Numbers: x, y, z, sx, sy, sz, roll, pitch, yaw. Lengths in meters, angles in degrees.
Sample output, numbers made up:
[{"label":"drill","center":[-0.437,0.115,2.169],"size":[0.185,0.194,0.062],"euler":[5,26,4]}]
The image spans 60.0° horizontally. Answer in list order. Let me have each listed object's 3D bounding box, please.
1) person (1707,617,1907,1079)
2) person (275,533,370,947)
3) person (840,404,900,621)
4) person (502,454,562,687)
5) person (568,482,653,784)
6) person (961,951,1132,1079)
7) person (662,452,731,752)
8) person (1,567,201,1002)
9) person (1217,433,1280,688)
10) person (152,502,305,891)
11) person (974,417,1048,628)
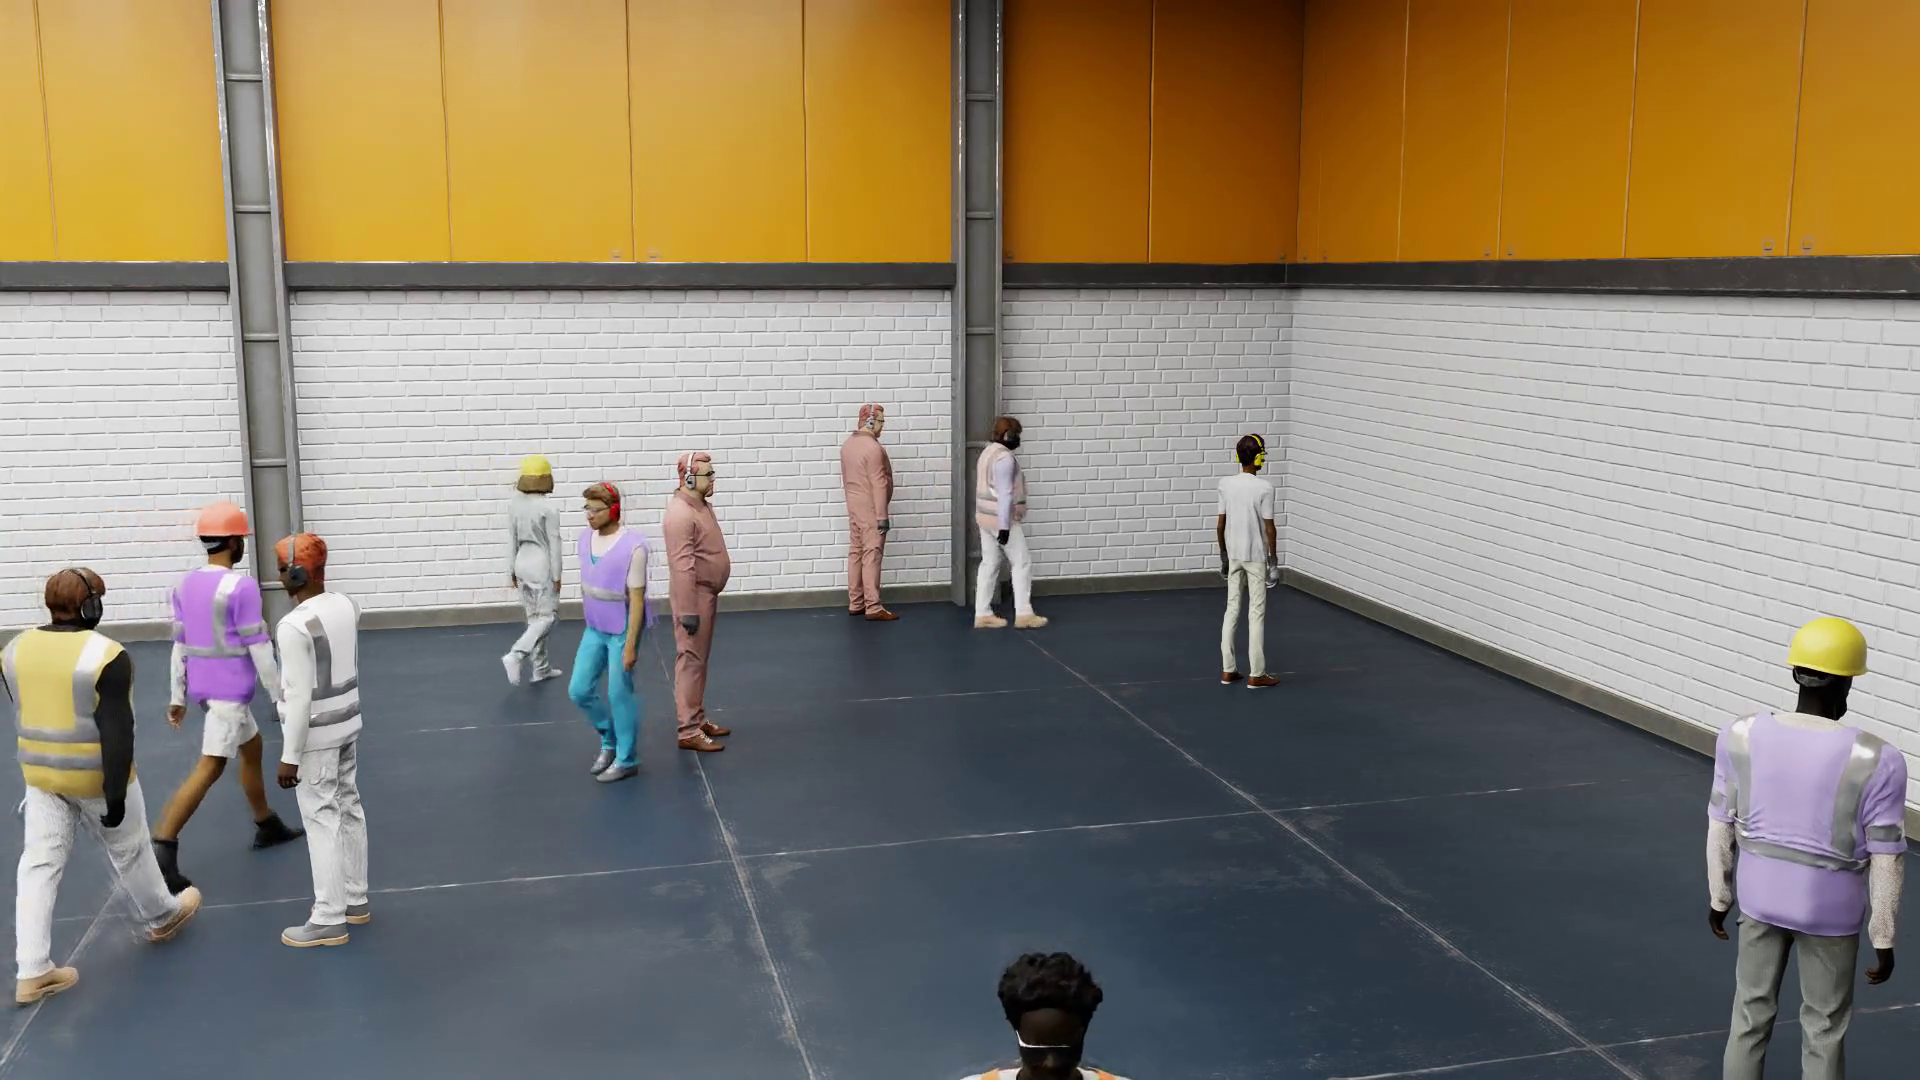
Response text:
[{"label":"person","center":[2.783,1.202,5.497],"size":[0.593,1.924,0.381],"euler":[9,13,44]},{"label":"person","center":[-2.908,0.895,7.541],"size":[0.356,1.886,0.574],"euler":[1,9,6]},{"label":"person","center":[-0.783,-0.245,14.612],"size":[0.406,1.902,0.637],"euler":[-5,10,-30]},{"label":"person","center":[-3.152,0.236,12.178],"size":[0.488,1.726,0.638],"euler":[5,10,30]},{"label":"person","center":[-2.056,0.556,9.830],"size":[0.596,1.818,0.455],"euler":[7,12,38]},{"label":"person","center":[0.197,1.659,3.491],"size":[0.551,1.643,0.861],"euler":[0,9,-3]},{"label":"person","center":[-1.671,0.386,10.654],"size":[0.409,1.907,0.648],"euler":[0,9,0]},{"label":"person","center":[-3.766,1.001,7.195],"size":[0.629,1.792,0.983],"euler":[2,9,10]},{"label":"person","center":[2.125,0.153,12.218],"size":[0.512,1.872,0.328],"euler":[8,12,41]},{"label":"person","center":[-3.815,0.773,8.419],"size":[0.559,1.897,1.037],"euler":[6,11,33]},{"label":"person","center":[0.446,-0.143,14.253],"size":[0.764,1.809,0.639],"euler":[-3,9,-16]}]
